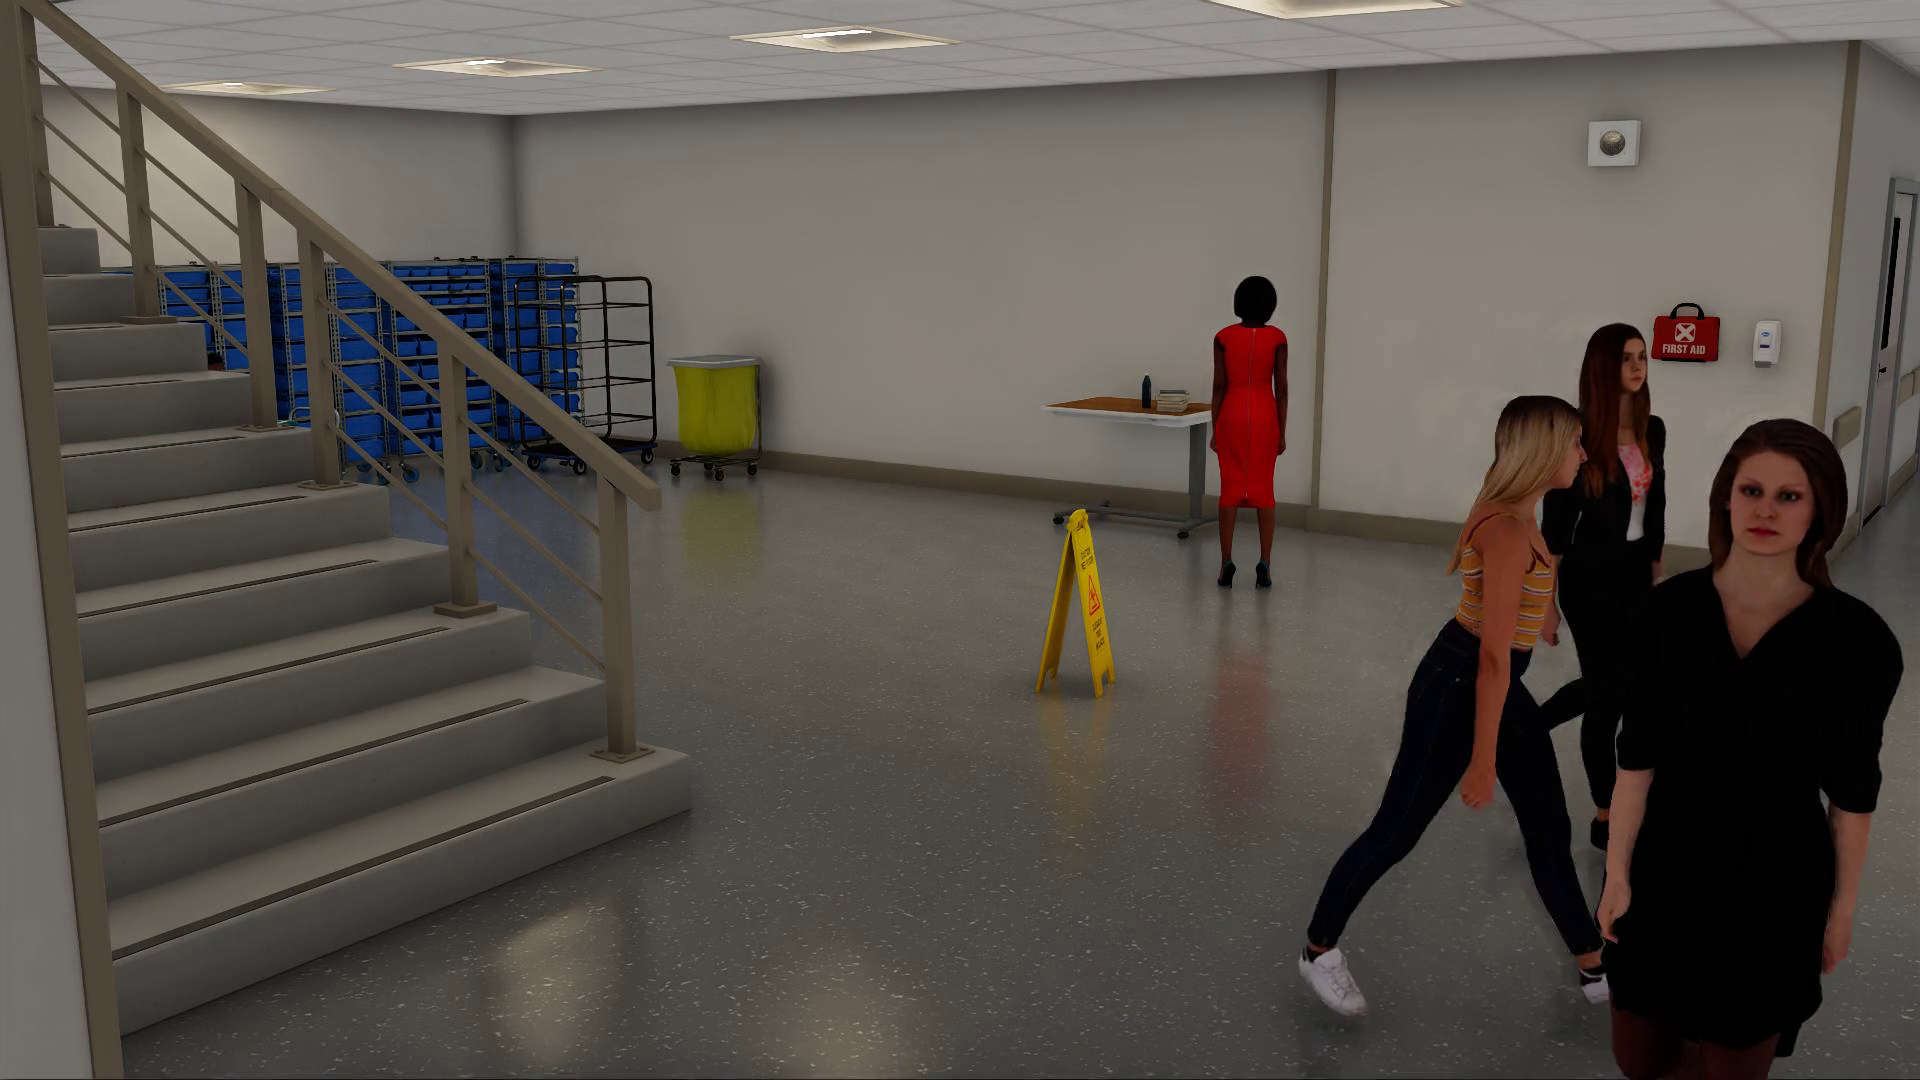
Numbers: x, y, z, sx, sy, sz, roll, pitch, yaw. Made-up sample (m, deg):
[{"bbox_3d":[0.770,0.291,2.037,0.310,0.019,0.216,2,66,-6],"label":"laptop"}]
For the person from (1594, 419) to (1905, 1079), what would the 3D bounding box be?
[{"bbox_3d":[1.380,0.621,2.996,0.783,1.689,0.661,8,13,35],"label":"person"}]

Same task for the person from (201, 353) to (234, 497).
[{"bbox_3d":[-4.564,-0.496,10.045,0.772,1.256,0.634,4,11,19],"label":"person"}]

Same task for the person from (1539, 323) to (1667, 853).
[{"bbox_3d":[2.059,0.151,5.468,0.967,1.691,1.131,-4,11,-21],"label":"person"}]

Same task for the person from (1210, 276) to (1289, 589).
[{"bbox_3d":[1.607,-0.599,9.293,0.586,1.739,0.707,1,11,7],"label":"person"}]

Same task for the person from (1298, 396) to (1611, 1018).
[{"bbox_3d":[1.222,0.457,4.185,1.223,1.568,0.845,5,12,27],"label":"person"}]
